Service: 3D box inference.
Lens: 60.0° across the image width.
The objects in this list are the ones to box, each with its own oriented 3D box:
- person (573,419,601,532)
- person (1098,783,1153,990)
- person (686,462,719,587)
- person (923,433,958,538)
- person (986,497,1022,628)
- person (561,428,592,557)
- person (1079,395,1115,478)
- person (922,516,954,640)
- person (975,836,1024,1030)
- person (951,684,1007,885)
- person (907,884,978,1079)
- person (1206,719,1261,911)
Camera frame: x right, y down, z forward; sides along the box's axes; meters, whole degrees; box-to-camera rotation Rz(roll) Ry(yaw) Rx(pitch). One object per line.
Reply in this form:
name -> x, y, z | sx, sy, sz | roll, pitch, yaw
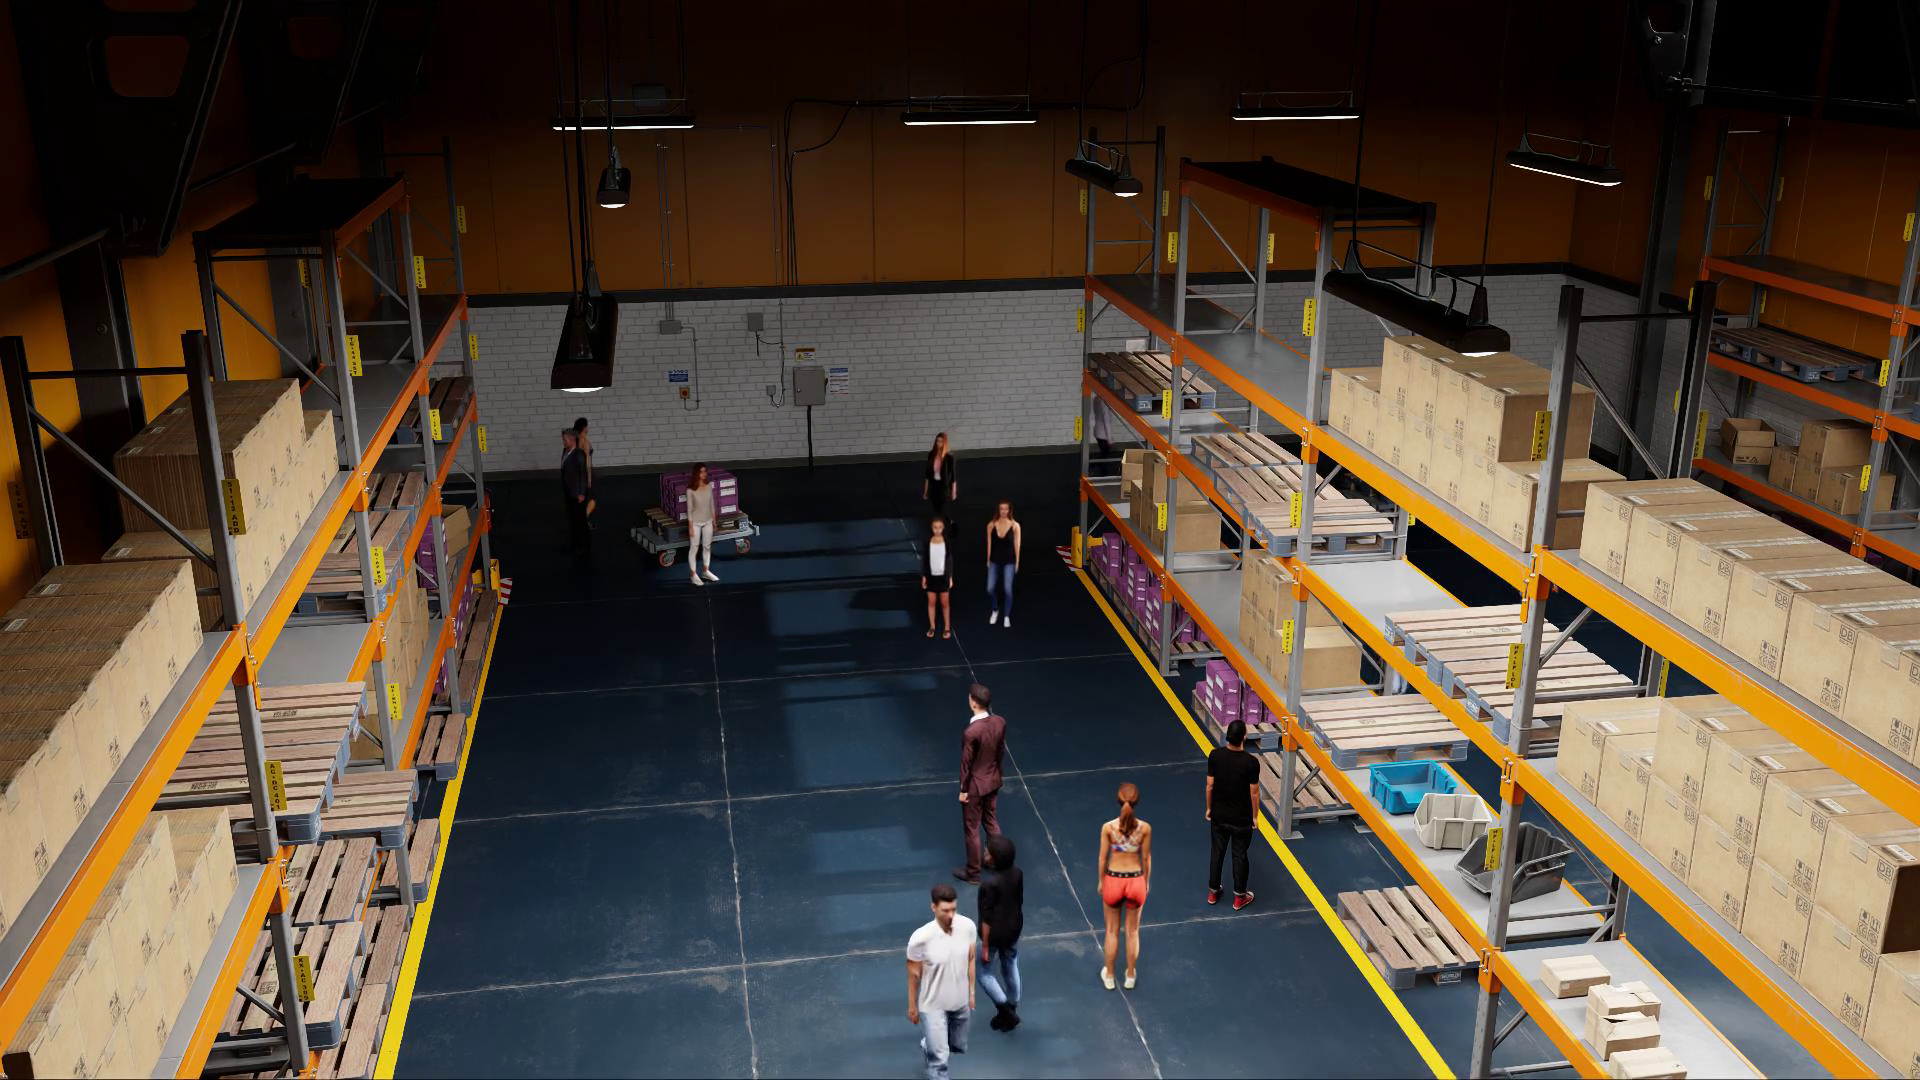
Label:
person -> -5.609, -0.925, 24.490 | 0.710, 1.719, 0.773 | 15, 24, 38
person -> 1.321, 2.791, 13.352 | 0.599, 1.784, 0.577 | 0, 19, 1
person -> -3.517, -0.234, 22.457 | 0.676, 1.707, 0.709 | -17, 25, -41
person -> -0.232, -0.742, 23.999 | 1.052, 1.685, 1.139 | 12, 22, 31
person -> 0.543, 0.257, 20.994 | 0.658, 1.708, 0.688 | 3, 19, 7
person -> -5.488, -0.714, 23.678 | 0.871, 1.836, 0.738 | -15, 24, -37
person -> 2.226, -1.687, 26.568 | 0.730, 1.837, 0.855 | -3, 19, -10
person -> -0.289, 0.438, 20.700 | 0.614, 1.554, 0.669 | 2, 19, 6
person -> 0.348, 3.057, 12.697 | 0.749, 1.697, 0.773 | -14, 23, -35
person -> 0.191, 2.191, 15.016 | 0.809, 1.859, 0.778 | 16, 25, 40
person -> -0.139, 3.254, 11.906 | 0.873, 1.830, 1.155 | -9, 21, -24
person -> 2.383, 2.390, 14.585 | 0.711, 1.757, 0.738 | 9, 21, 25
